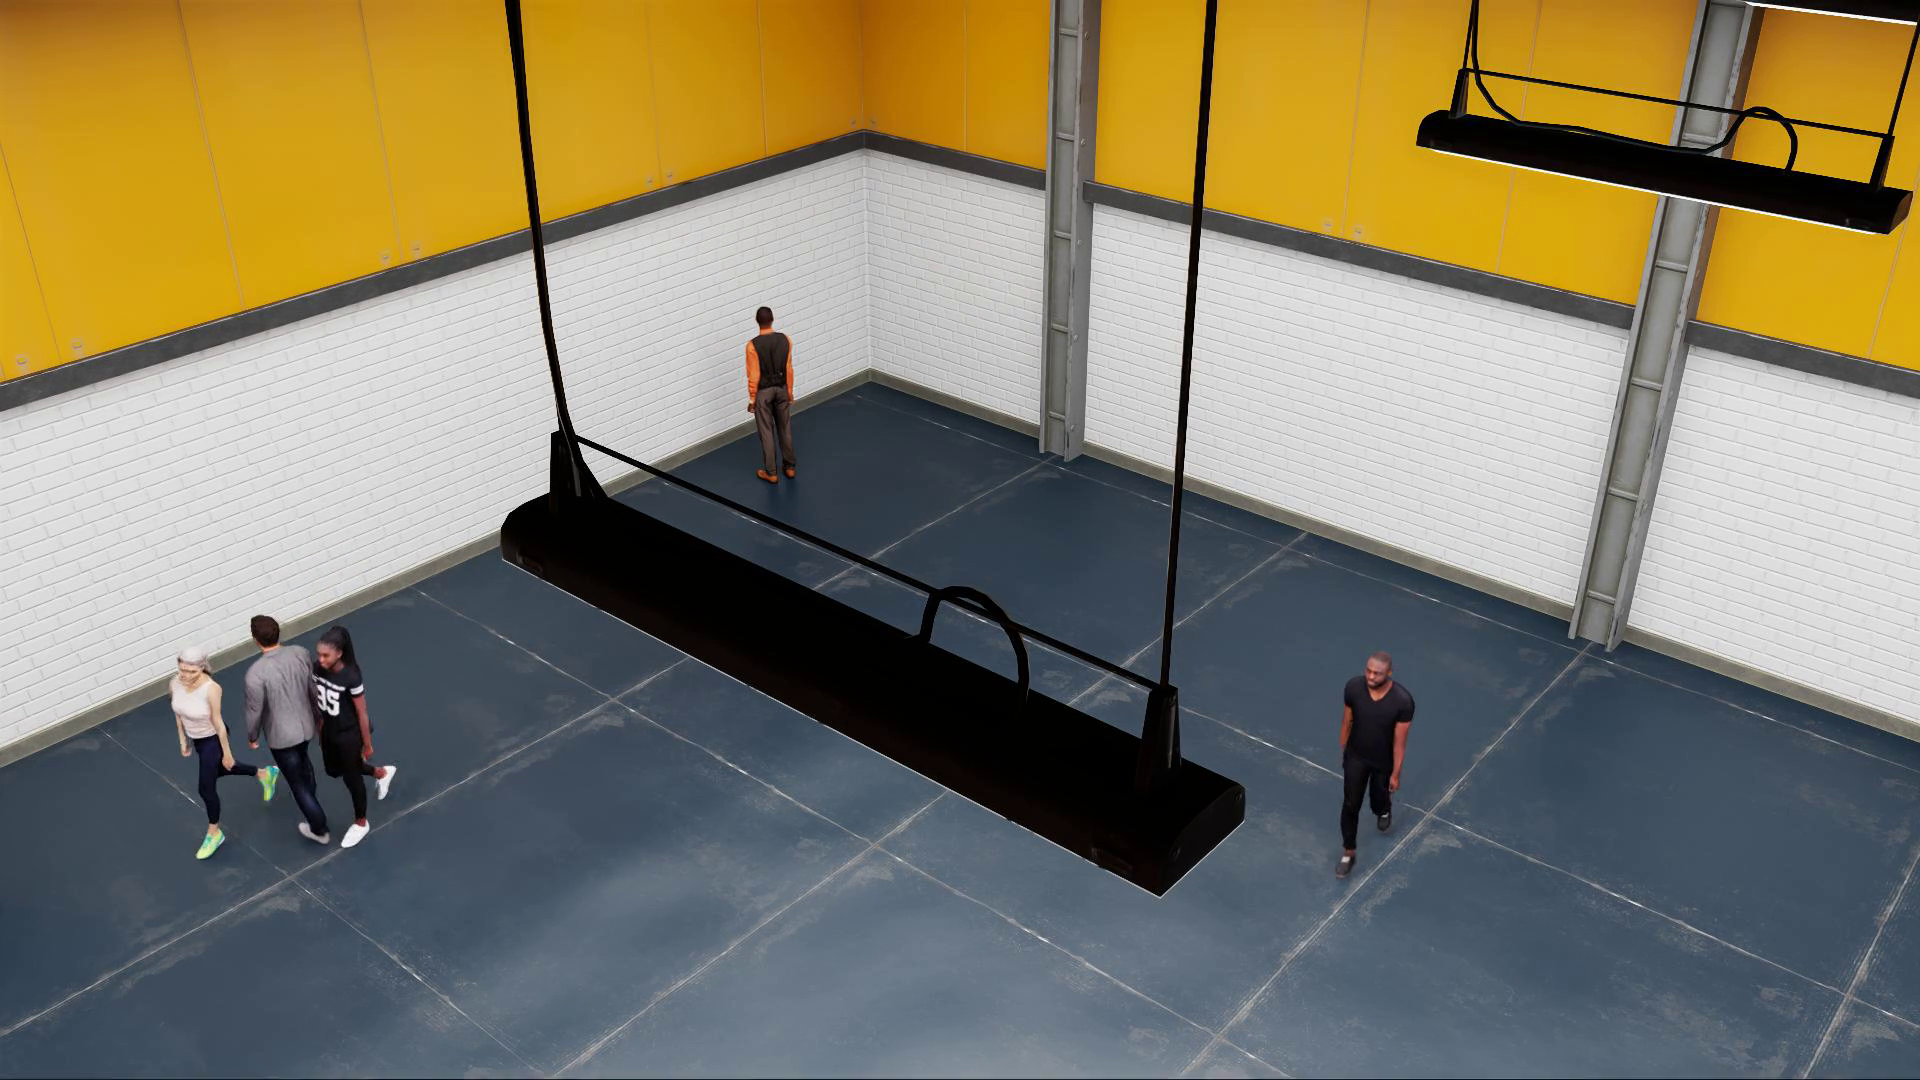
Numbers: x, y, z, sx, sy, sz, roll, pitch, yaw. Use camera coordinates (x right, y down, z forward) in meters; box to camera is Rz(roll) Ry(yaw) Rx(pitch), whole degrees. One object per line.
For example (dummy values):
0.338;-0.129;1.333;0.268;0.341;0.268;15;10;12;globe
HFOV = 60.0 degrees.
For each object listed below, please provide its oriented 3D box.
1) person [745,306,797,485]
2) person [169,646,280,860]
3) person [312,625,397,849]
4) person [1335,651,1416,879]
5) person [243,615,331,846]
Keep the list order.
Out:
-1.968;-1.516;17.338;0.770;1.905;0.724;-17;33;-29;person
-5.414;1.439;12.157;1.087;1.678;0.865;15;32;26;person
-4.464;1.389;12.208;0.900;1.719;0.797;13;31;23;person
2.969;1.536;11.855;1.004;1.798;0.831;16;33;27;person
-4.793;1.408;12.035;0.939;1.851;0.781;15;32;26;person
